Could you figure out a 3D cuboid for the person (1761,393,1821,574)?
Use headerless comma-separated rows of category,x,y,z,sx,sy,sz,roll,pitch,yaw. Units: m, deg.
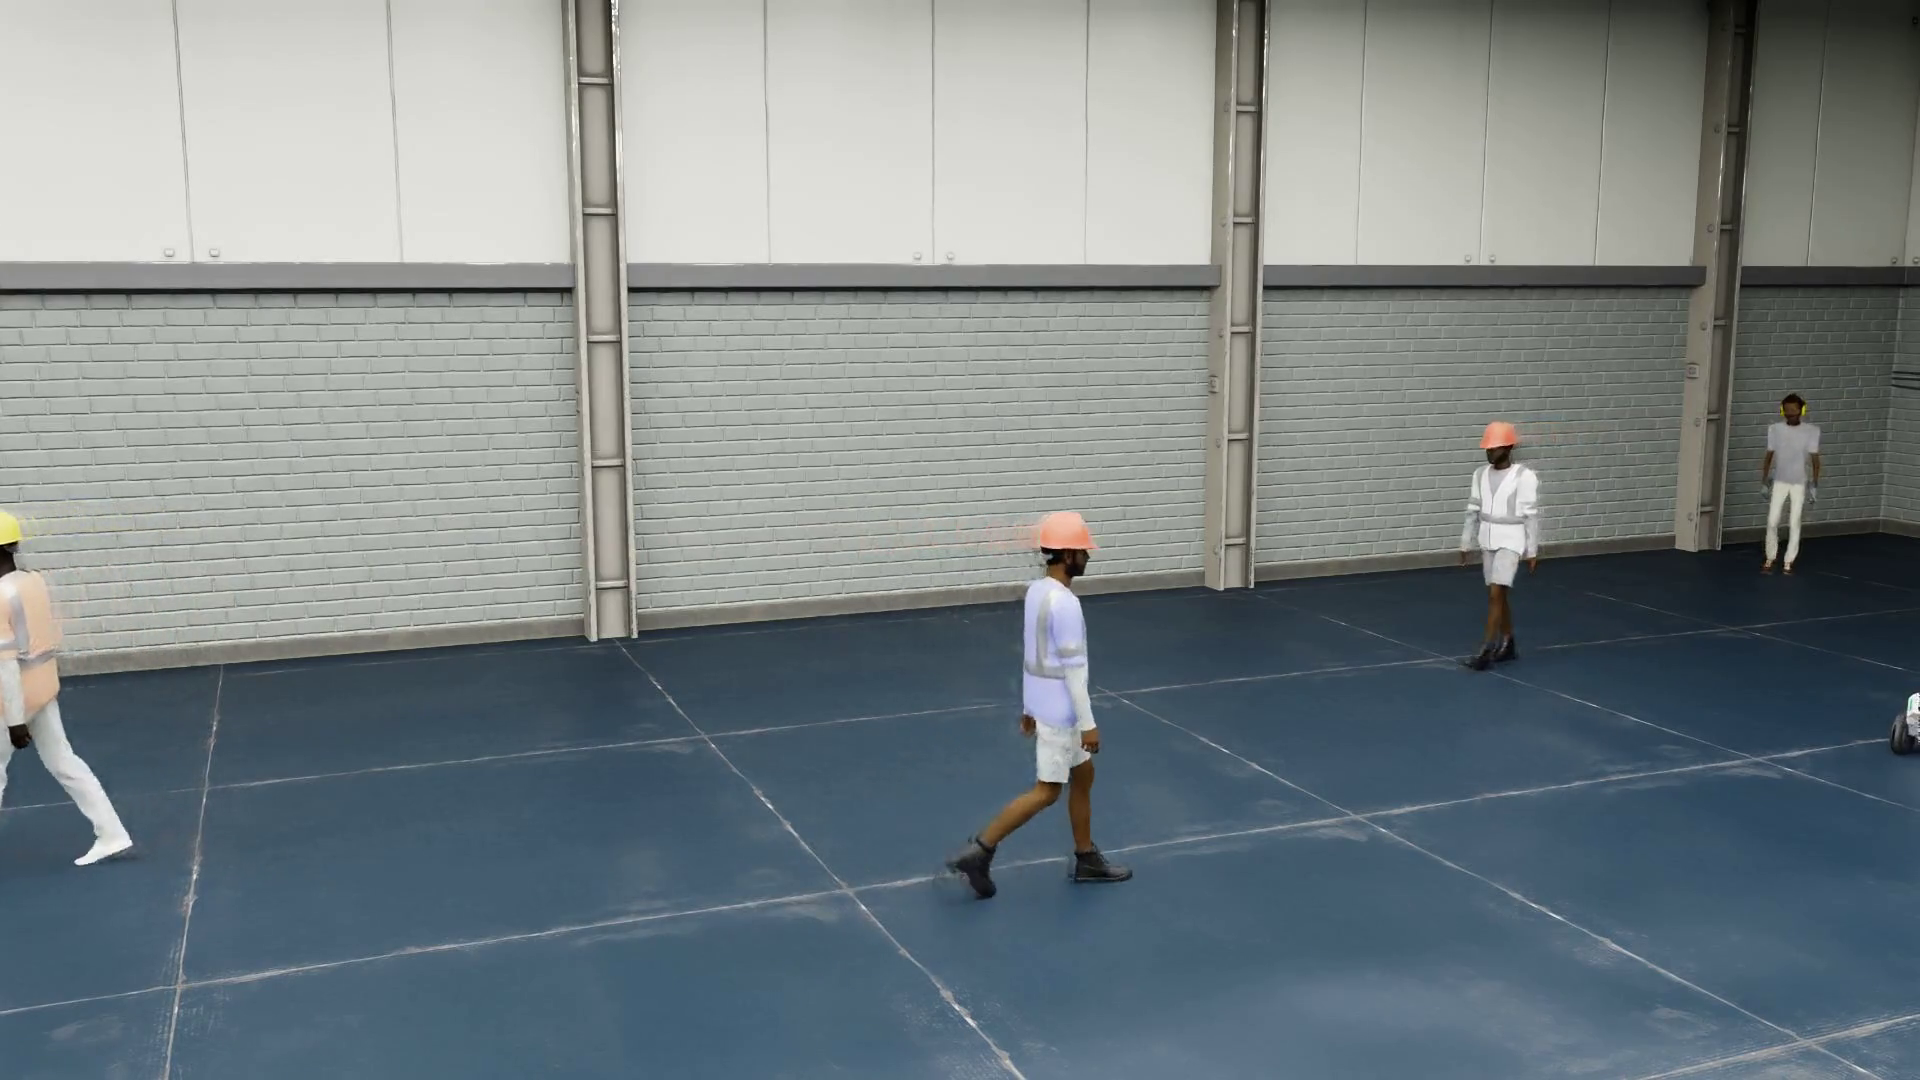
person,8.387,-0.553,16.802,0.534,1.845,0.588,5,10,30

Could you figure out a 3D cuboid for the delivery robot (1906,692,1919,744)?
delivery robot,6.281,1.049,10.485,0.707,0.478,0.477,-7,12,-39

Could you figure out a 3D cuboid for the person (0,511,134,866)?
person,-4.741,0.772,8.407,1.011,1.881,0.600,-1,9,-4

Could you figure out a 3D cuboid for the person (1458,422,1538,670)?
person,4.075,0.052,12.813,0.883,1.899,0.584,-6,11,-33

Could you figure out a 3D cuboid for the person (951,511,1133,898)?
person,0.403,0.805,8.107,0.883,1.907,0.544,-1,9,-8
